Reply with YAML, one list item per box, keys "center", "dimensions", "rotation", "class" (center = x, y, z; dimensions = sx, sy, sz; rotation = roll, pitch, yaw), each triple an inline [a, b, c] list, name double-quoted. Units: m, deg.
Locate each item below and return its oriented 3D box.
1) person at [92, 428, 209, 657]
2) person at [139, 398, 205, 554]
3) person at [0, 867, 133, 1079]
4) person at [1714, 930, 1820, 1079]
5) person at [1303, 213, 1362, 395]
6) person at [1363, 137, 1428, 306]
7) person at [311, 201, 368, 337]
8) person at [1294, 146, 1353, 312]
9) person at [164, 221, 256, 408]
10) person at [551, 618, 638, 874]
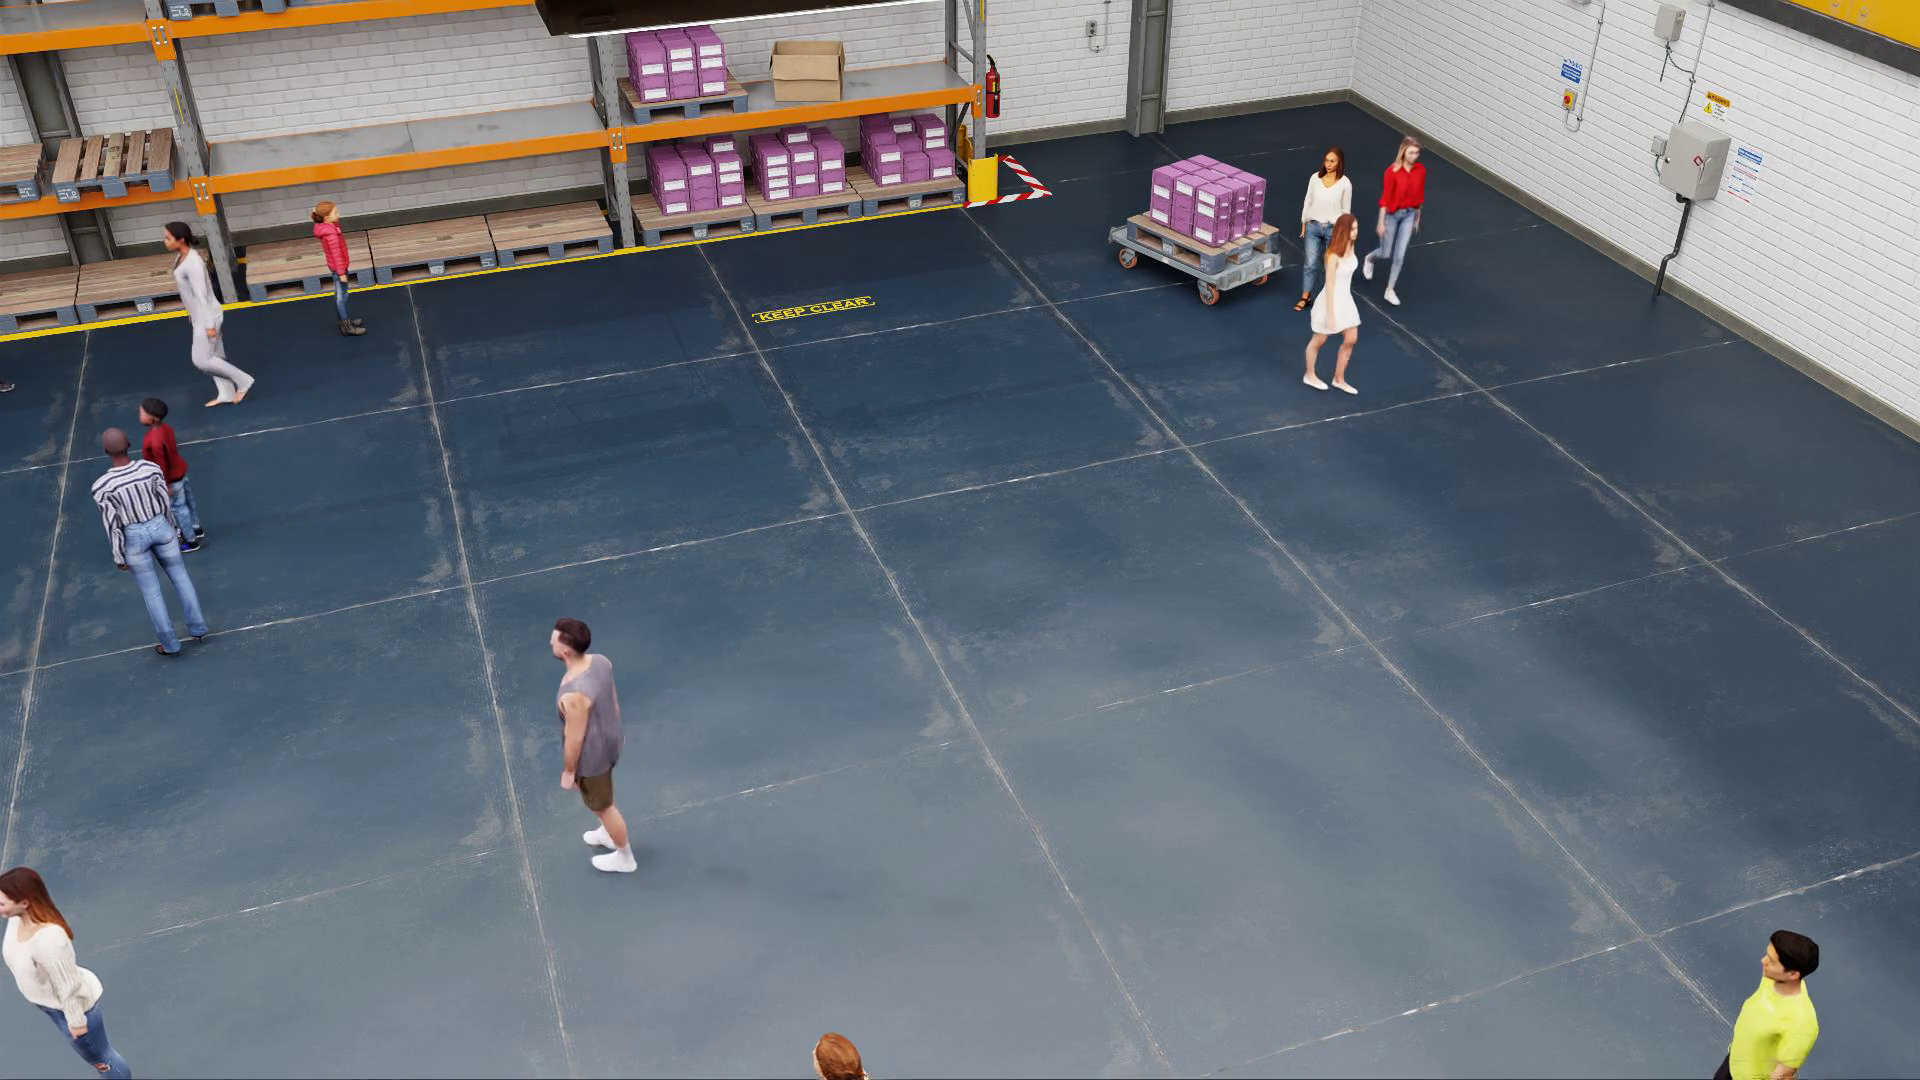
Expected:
- center: [-5.564, 0.018, 11.412]
  dimensions: [0.758, 1.796, 0.633]
  rotation: [25, 41, 33]
  class: "person"
- center: [-6.015, -0.519, 12.709]
  dimensions: [0.521, 1.254, 0.532]
  rotation: [-7, 34, -10]
  class: "person"
- center: [-4.378, 2.247, 8.152]
  dimensions: [0.702, 1.692, 0.691]
  rotation: [28, 43, 36]
  class: "person"
- center: [3.810, 2.493, 7.777]
  dimensions: [0.881, 1.697, 0.805]
  rotation: [4, 34, 6]
  class: "person"
- center: [3.232, -2.102, 14.693]
  dimensions: [0.771, 1.695, 0.764]
  rotation: [-25, 41, -32]
  class: "person"
- center: [4.260, -3.171, 16.307]
  dimensions: [0.808, 1.688, 0.712]
  rotation: [-9, 35, -13]
  class: "person"
- center: [-5.904, -2.584, 15.760]
  dimensions: [0.494, 1.317, 0.515]
  rotation: [-14, 36, -20]
  class: "person"
- center: [3.521, -2.993, 16.044]
  dimensions: [0.695, 1.683, 0.736]
  rotation: [18, 38, 25]
  class: "person"
- center: [-6.491, -1.967, 14.462]
  dimensions: [0.766, 1.725, 0.741]
  rotation: [-20, 39, -28]
  class: "person"
- center: [-2.025, 1.227, 9.591]
  dimensions: [0.780, 1.832, 0.737]
  rotation: [4, 34, 6]
  class: "person"
